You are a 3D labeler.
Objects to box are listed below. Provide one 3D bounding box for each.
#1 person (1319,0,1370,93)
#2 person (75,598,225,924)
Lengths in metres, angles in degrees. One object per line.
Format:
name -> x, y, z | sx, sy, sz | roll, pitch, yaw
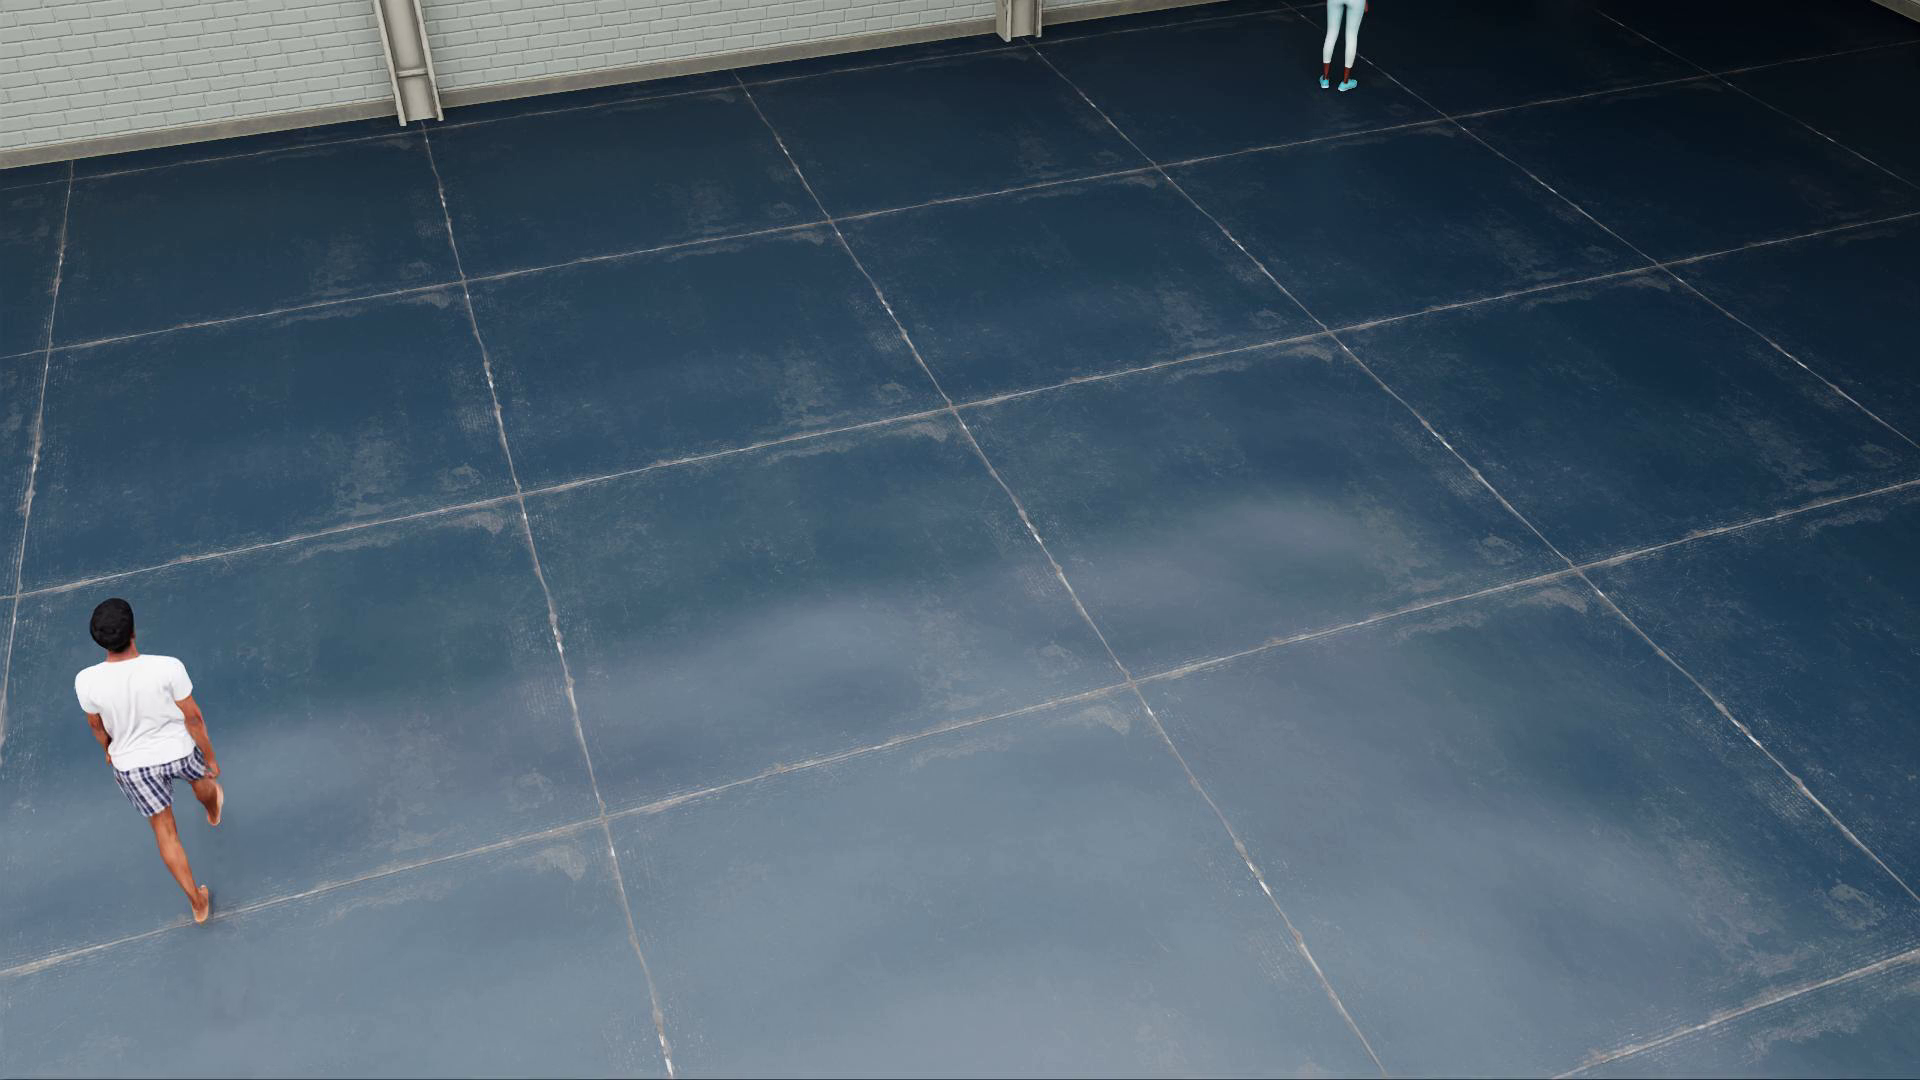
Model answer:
person -> 3.620, -5.071, 15.543 | 0.645, 1.725, 0.711 | 14, 40, 18
person -> -3.727, 1.071, 7.725 | 1.030, 1.684, 0.732 | -14, 40, -17
